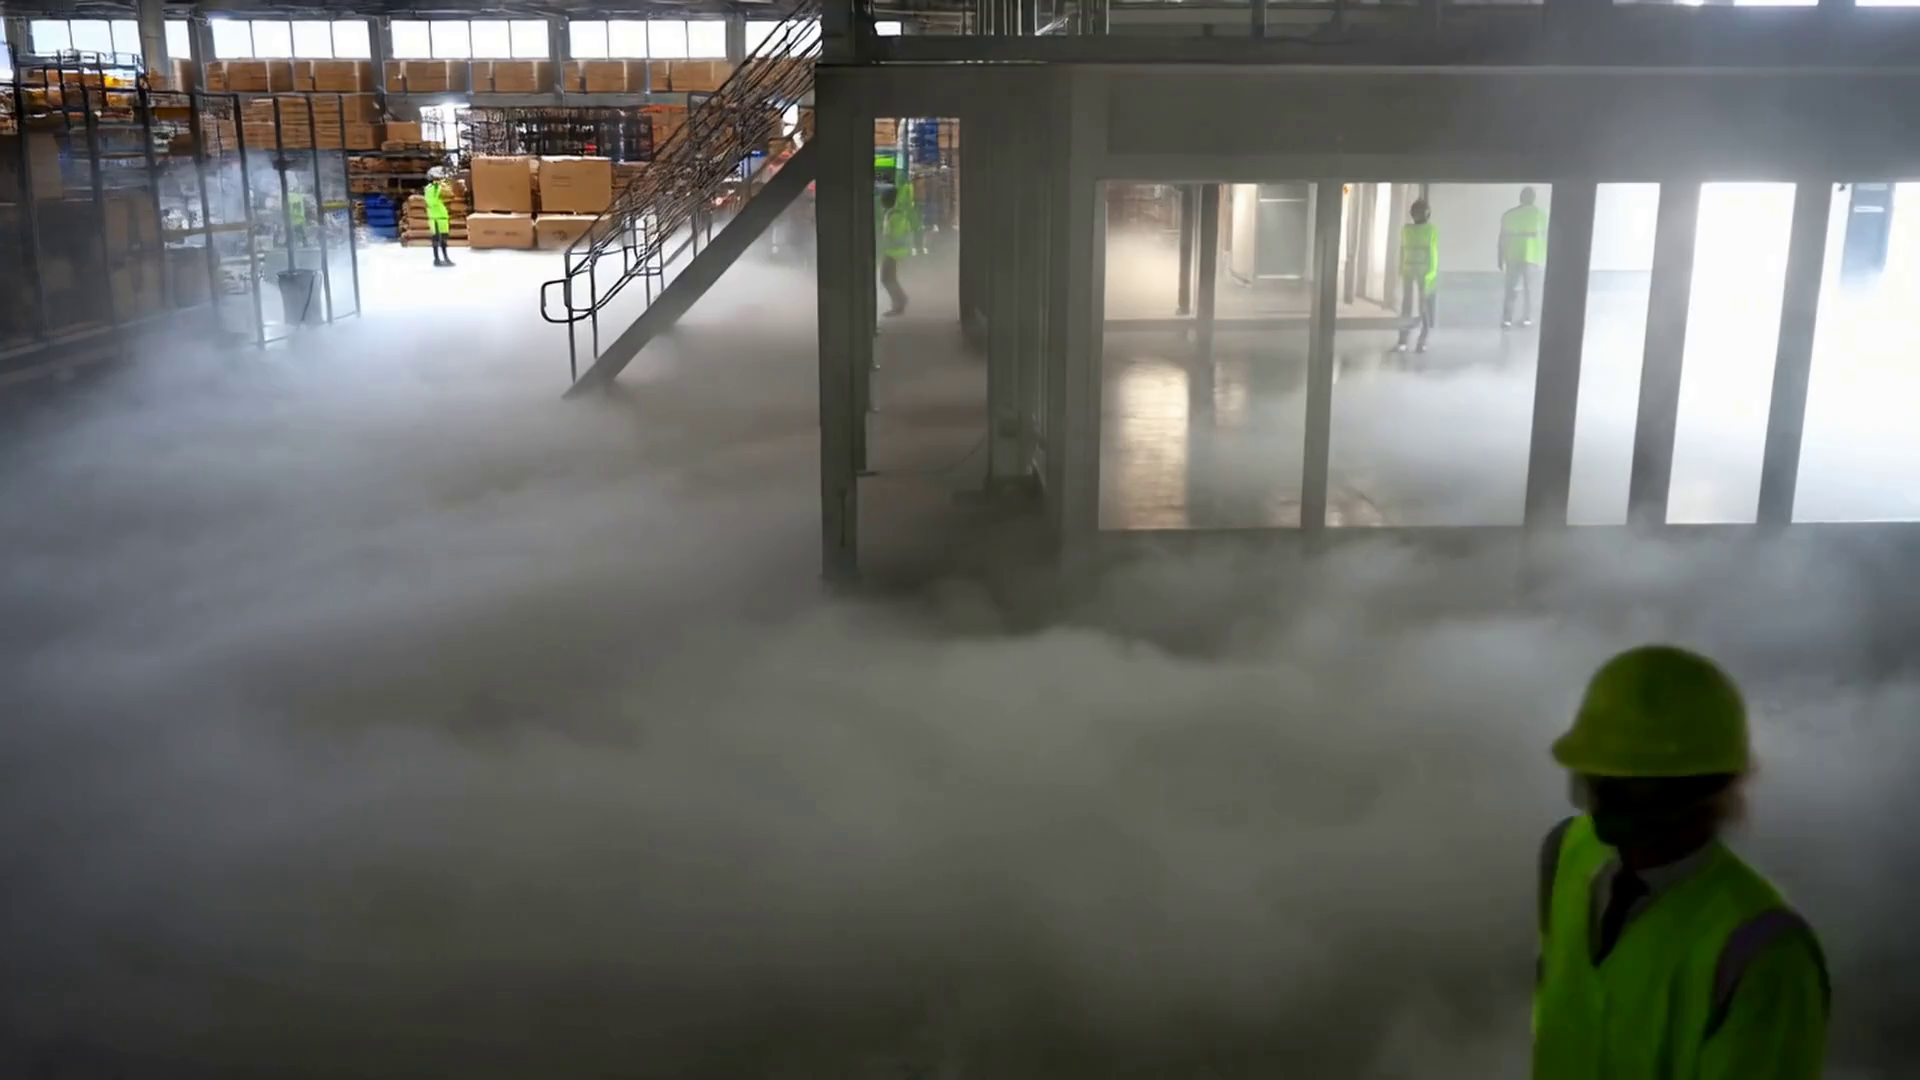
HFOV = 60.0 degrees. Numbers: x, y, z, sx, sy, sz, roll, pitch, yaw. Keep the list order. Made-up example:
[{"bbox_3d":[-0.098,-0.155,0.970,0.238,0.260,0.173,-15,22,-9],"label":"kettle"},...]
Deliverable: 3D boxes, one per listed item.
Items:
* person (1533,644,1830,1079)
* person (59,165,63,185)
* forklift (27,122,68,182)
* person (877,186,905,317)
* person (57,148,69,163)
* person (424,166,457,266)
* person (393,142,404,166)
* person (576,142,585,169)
[{"bbox_3d":[1.143,1.110,2.808,1.010,1.945,0.631,-6,15,-21],"label":"person"},{"bbox_3d":[-31.218,-12.405,57.442,0.278,1.633,0.498,7,16,25],"label":"person"},{"bbox_3d":[-35.376,-14.773,64.377,1.129,2.768,1.873,-1,14,-2],"label":"forklift"},{"bbox_3d":[-1.005,-4.137,23.929,0.426,1.871,0.578,-1,14,-6],"label":"person"},{"bbox_3d":[-37.044,-15.287,68.688,0.635,1.770,0.701,-7,16,-27],"label":"person"},{"bbox_3d":[-10.193,-6.337,32.570,0.542,1.939,0.364,7,16,28],"label":"person"},{"bbox_3d":[-24.807,-16.621,73.675,0.399,1.943,0.622,6,15,22],"label":"person"},{"bbox_3d":[-19.144,-19.153,84.031,0.403,1.822,0.589,-11,18,-38],"label":"person"}]
